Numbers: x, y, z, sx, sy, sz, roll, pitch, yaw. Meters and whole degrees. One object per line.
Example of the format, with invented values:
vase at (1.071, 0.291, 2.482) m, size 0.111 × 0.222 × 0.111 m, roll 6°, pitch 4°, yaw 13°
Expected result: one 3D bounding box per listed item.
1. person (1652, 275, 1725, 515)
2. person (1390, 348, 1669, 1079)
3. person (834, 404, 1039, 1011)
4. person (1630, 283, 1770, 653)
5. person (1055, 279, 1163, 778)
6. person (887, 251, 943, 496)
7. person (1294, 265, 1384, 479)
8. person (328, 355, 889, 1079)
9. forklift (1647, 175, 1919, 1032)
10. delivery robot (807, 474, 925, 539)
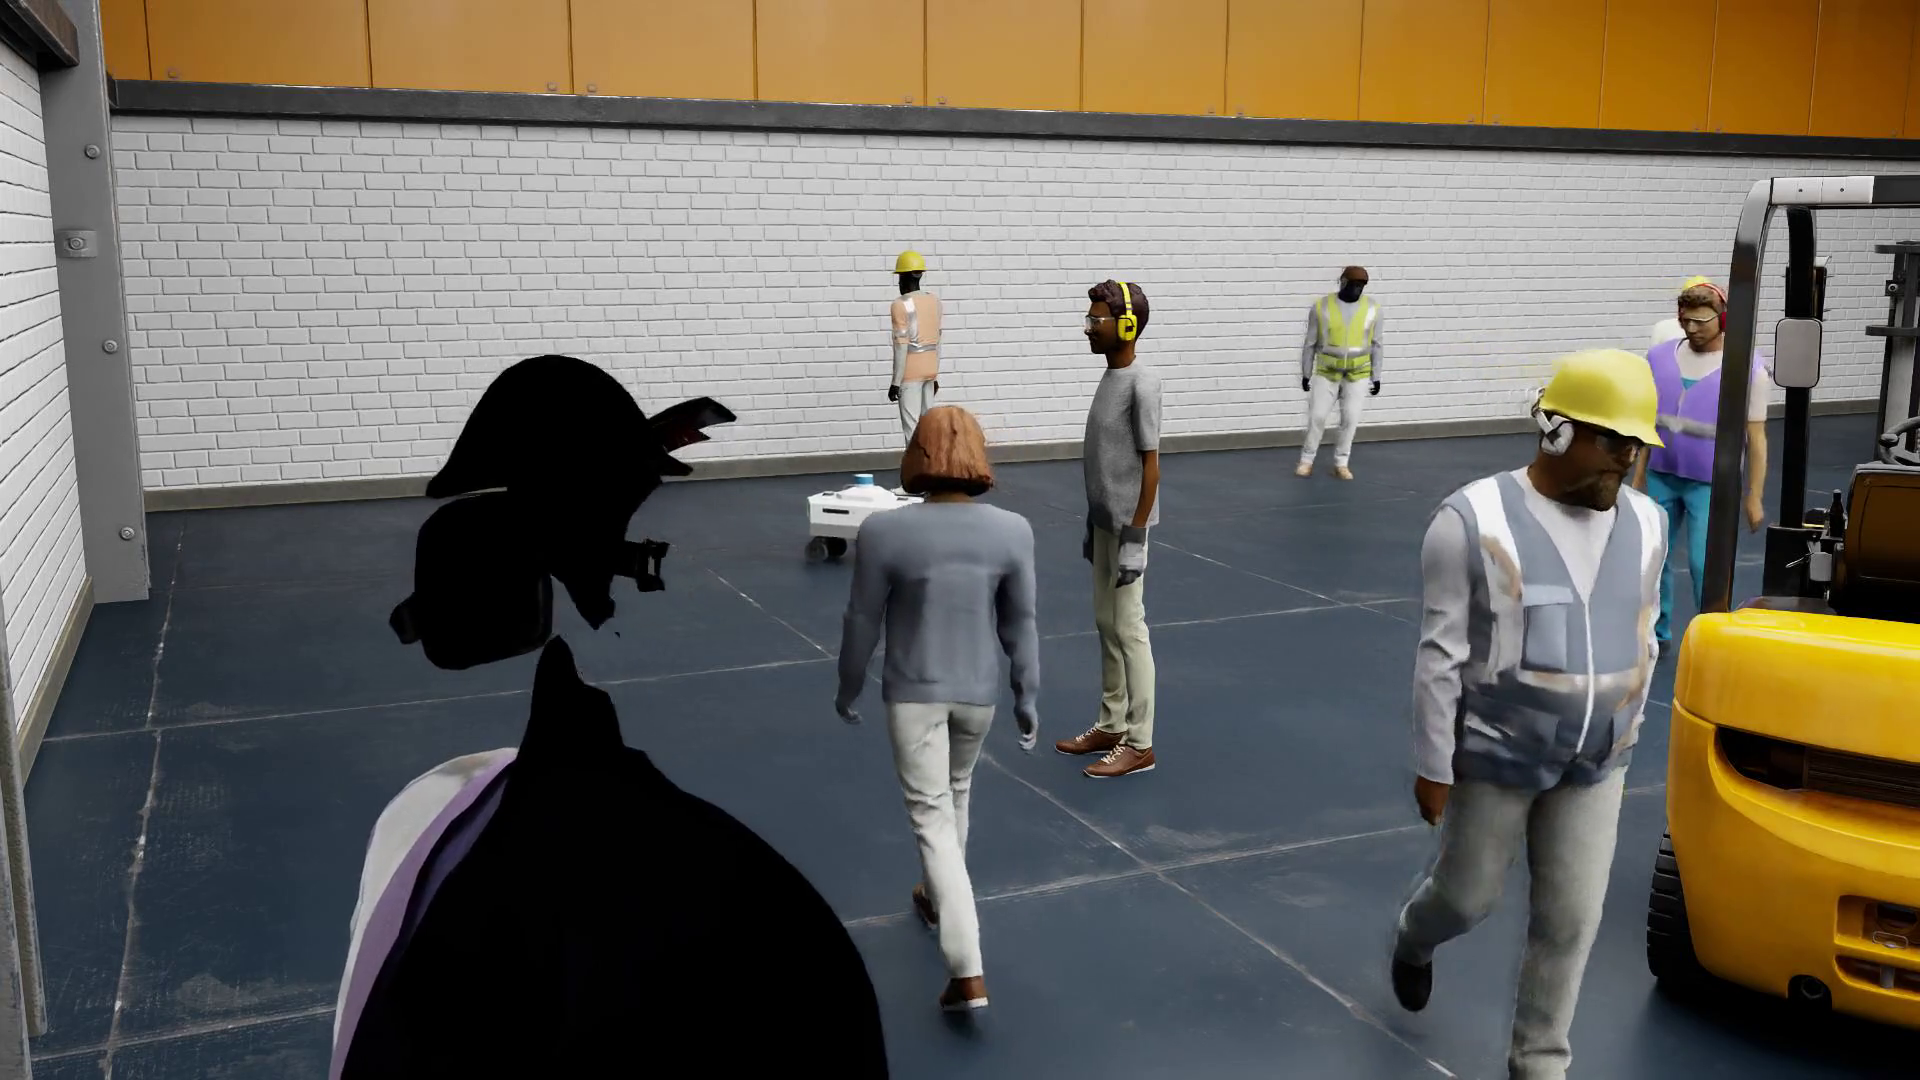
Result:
person at (5.328, -1.052, 12.183) m, size 0.554 × 1.750 × 0.390 m, roll 8°, pitch 13°, yaw 39°
person at (1.294, 0.441, 3.854) m, size 0.590 × 1.791 × 0.770 m, roll -1°, pitch 10°, yaw -8°
person at (-0.041, 0.427, 4.511) m, size 0.508 × 1.582 × 0.889 m, roll -4°, pitch 11°, yaw -22°
person at (3.377, -0.262, 7.642) m, size 0.514 × 1.823 × 0.704 m, roll -8°, pitch 13°, yaw -36°
person at (0.581, -0.041, 6.298) m, size 0.328 × 1.872 × 0.508 m, roll -3°, pitch 11°, yaw -15°
person at (-0.373, -1.308, 13.122) m, size 0.383 × 1.924 × 0.594 m, roll 7°, pitch 12°, yaw 34°
person at (3.213, -1.396, 13.965) m, size 0.659 × 1.811 × 0.462 m, roll 1°, pitch 10°, yaw 8°
person at (-0.247, 0.824, 1.060) m, size 0.387 × 2.039 × 0.616 m, roll -9°, pitch 14°, yaw -40°
forklift at (2.810, 0.094, 4.662) m, size 1.214 × 2.155 × 2.313 m, roll 7°, pitch 12°, yaw 34°
delivery robot at (-0.590, -0.166, 10.355) m, size 0.707 × 0.478 × 0.477 m, roll 4°, pitch 11°, yaw 23°
